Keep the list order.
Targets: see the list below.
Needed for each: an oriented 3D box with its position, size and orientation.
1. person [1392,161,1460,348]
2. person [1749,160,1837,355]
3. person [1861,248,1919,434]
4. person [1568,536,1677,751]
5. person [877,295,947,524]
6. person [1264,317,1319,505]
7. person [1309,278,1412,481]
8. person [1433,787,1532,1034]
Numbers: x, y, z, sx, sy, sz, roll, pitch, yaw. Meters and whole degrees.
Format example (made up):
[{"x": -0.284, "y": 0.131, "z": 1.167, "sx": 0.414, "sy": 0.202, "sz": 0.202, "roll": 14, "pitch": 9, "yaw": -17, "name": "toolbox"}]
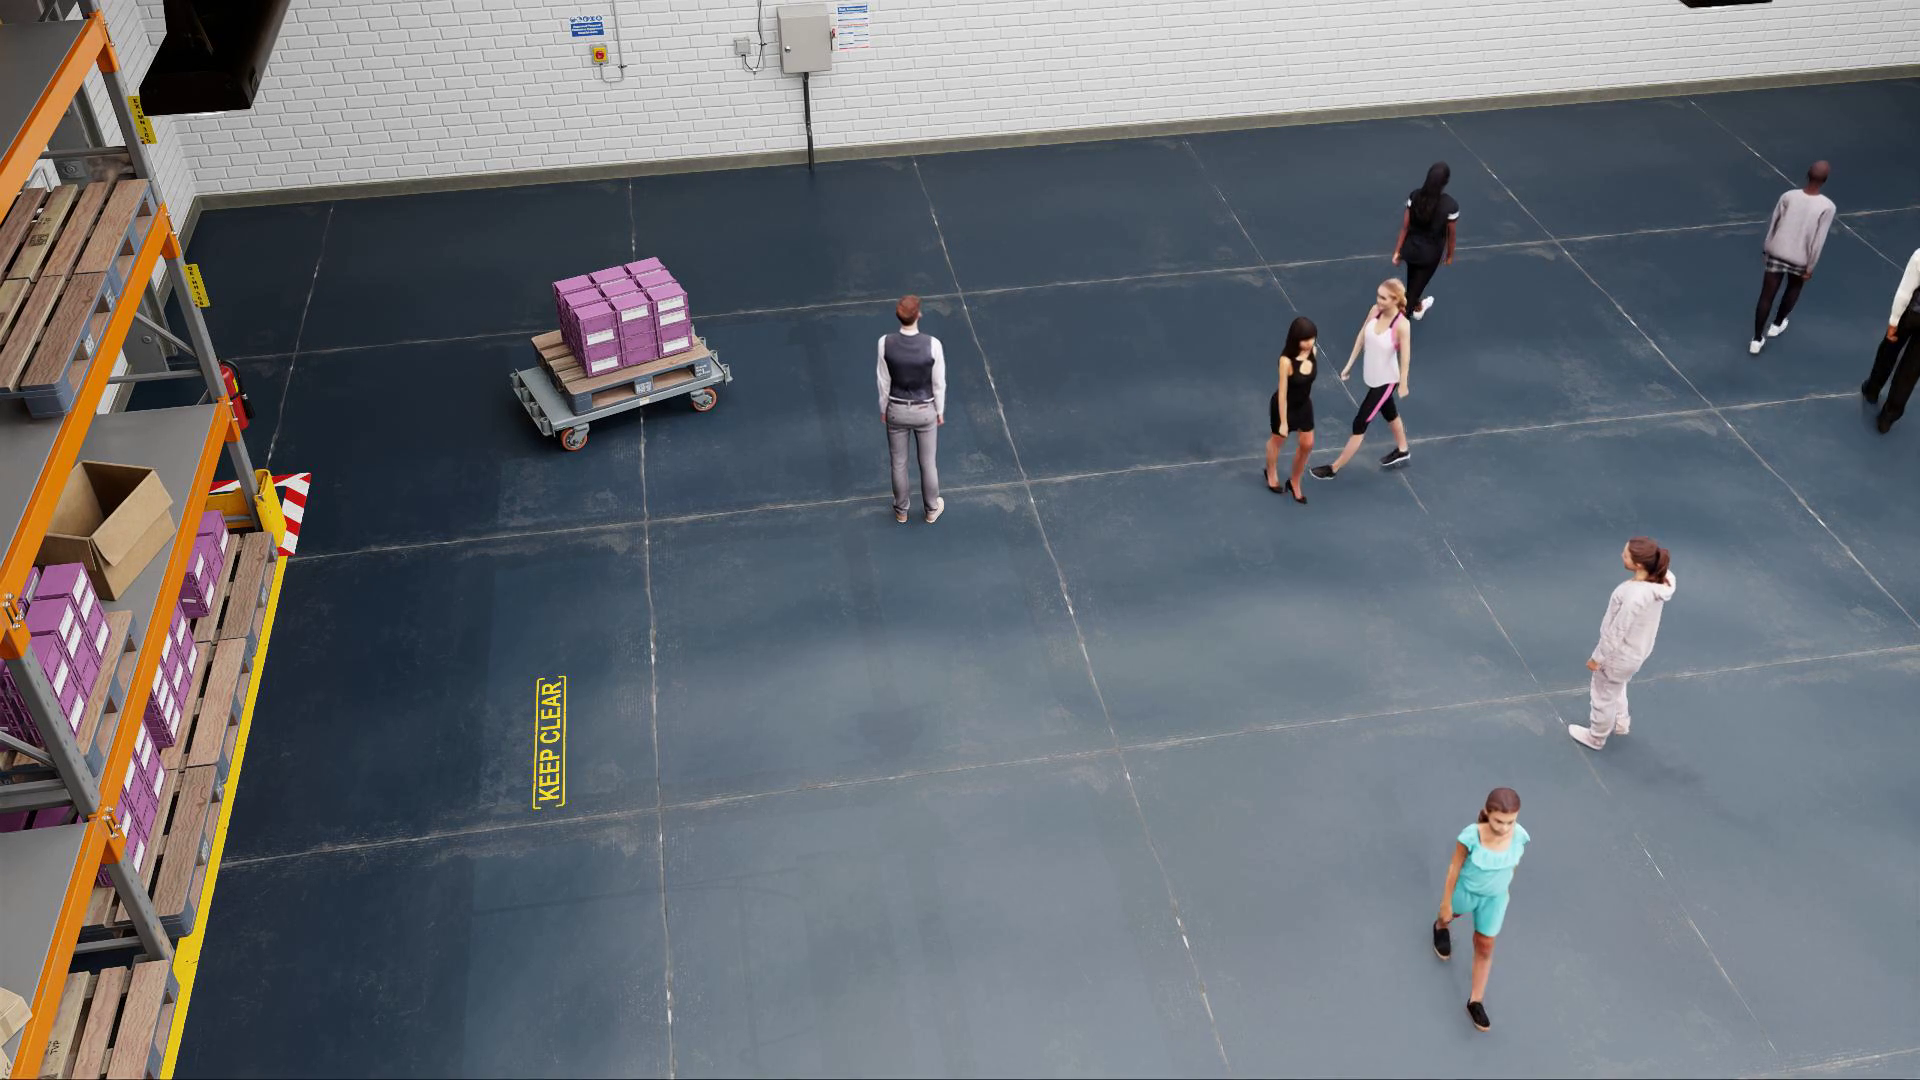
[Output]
[{"x": 3.944, "y": -2.400, "z": 14.339, "sx": 1.112, "sy": 1.692, "sz": 1.093, "roll": 29, "pitch": 47, "yaw": 32, "name": "person"}, {"x": 7.089, "y": -2.394, "z": 14.281, "sx": 0.940, "sy": 1.754, "sz": 0.990, "roll": 24, "pitch": 45, "yaw": 27, "name": "person"}, {"x": 7.712, "y": -1.708, "z": 13.311, "sx": 0.981, "sy": 1.894, "sz": 1.090, "roll": 16, "pitch": 41, "yaw": 19, "name": "person"}, {"x": 4.254, "y": 0.702, "z": 10.465, "sx": 0.775, "sy": 1.679, "sz": 0.746, "roll": 31, "pitch": 48, "yaw": 33, "name": "person"}, {"x": -0.360, "y": -0.963, "z": 12.343, "sx": 0.718, "sy": 1.937, "sz": 0.678, "roll": 4, "pitch": 39, "yaw": 5, "name": "person"}, {"x": 2.454, "y": -1.025, "z": 12.670, "sx": 0.713, "sy": 1.625, "sz": 0.784, "roll": -23, "pitch": 44, "yaw": -26, "name": "person"}, {"x": 3.331, "y": -1.249, "z": 12.868, "sx": 0.819, "sy": 1.728, "sz": 1.166, "roll": -13, "pitch": 41, "yaw": -16, "name": "person"}, {"x": 2.819, "y": 1.862, "z": 9.144, "sx": 0.706, "sy": 1.516, "sz": 1.081, "roll": 1, "pitch": 39, "yaw": 2, "name": "person"}]
